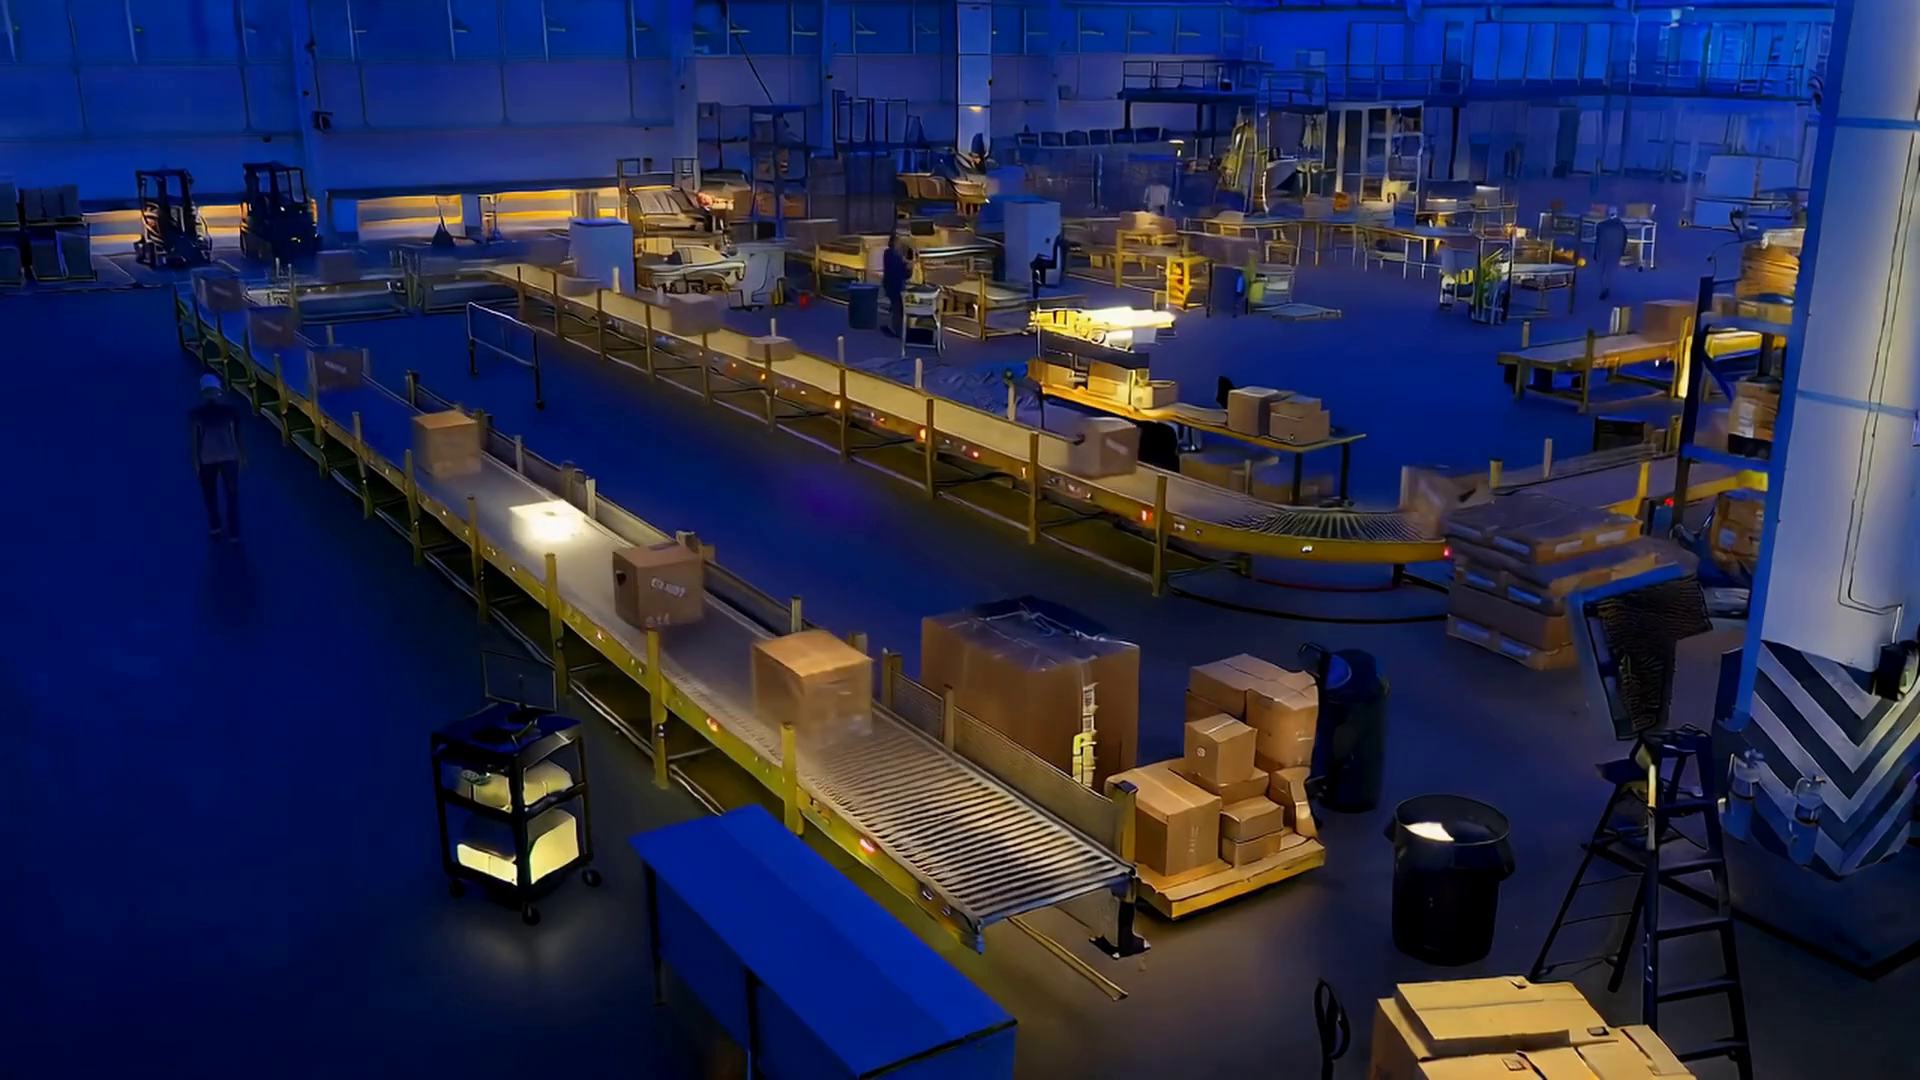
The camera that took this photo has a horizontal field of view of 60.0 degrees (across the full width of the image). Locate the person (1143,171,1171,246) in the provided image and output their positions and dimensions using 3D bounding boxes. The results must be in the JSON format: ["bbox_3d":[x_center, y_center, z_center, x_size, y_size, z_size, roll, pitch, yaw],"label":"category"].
[{"bbox_3d":[4.692,-7.773,39.605,0.622,1.978,1.074,4,17,13],"label":"person"}]

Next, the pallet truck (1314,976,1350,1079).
[{"bbox_3d":[2.299,2.390,7.086,1.601,1.201,0.680,-2,17,-7],"label":"pallet truck"}]

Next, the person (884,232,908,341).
[{"bbox_3d":[-1.081,-4.301,28.273,0.414,1.870,0.688,-2,17,-8],"label":"person"}]

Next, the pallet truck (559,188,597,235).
[{"bbox_3d":[-10.010,-8.652,43.699,0.653,1.274,1.630,-10,20,-31],"label":"pallet truck"}]

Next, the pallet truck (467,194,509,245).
[{"bbox_3d":[-11.983,-8.177,42.137,0.704,1.261,1.522,-11,20,-33],"label":"pallet truck"}]

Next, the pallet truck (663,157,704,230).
[{"bbox_3d":[-7.586,-9.308,44.692,0.823,1.965,1.885,-11,20,-33],"label":"pallet truck"}]

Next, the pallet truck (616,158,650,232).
[{"bbox_3d":[-8.918,-9.176,44.255,0.823,1.965,1.885,-9,19,-27],"label":"pallet truck"}]

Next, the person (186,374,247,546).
[{"bbox_3d":[-7.552,-0.833,16.911,0.556,1.740,0.705,-10,19,-29],"label":"person"}]

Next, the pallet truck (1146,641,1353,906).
[{"bbox_3d":[1.664,1.407,10.232,1.630,1.274,0.653,-10,20,-31],"label":"pallet truck"}]

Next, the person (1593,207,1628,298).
[{"bbox_3d":[12.936,-5.722,33.115,0.604,1.795,0.910,5,17,17],"label":"person"}]

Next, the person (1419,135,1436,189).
[{"bbox_3d":[16.232,-13.088,57.559,0.515,1.827,0.392,-12,21,-35],"label":"person"}]

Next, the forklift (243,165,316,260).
[{"bbox_3d":[-15.898,-7.669,38.708,1.157,1.987,2.680,-11,20,-33],"label":"forklift"}]

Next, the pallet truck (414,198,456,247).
[{"bbox_3d":[-13.250,-8.060,41.856,0.680,1.201,1.601,-10,20,-31],"label":"pallet truck"}]

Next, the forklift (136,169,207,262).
[{"bbox_3d":[-17.842,-7.318,37.559,1.157,1.987,2.680,-10,20,-31],"label":"forklift"}]
